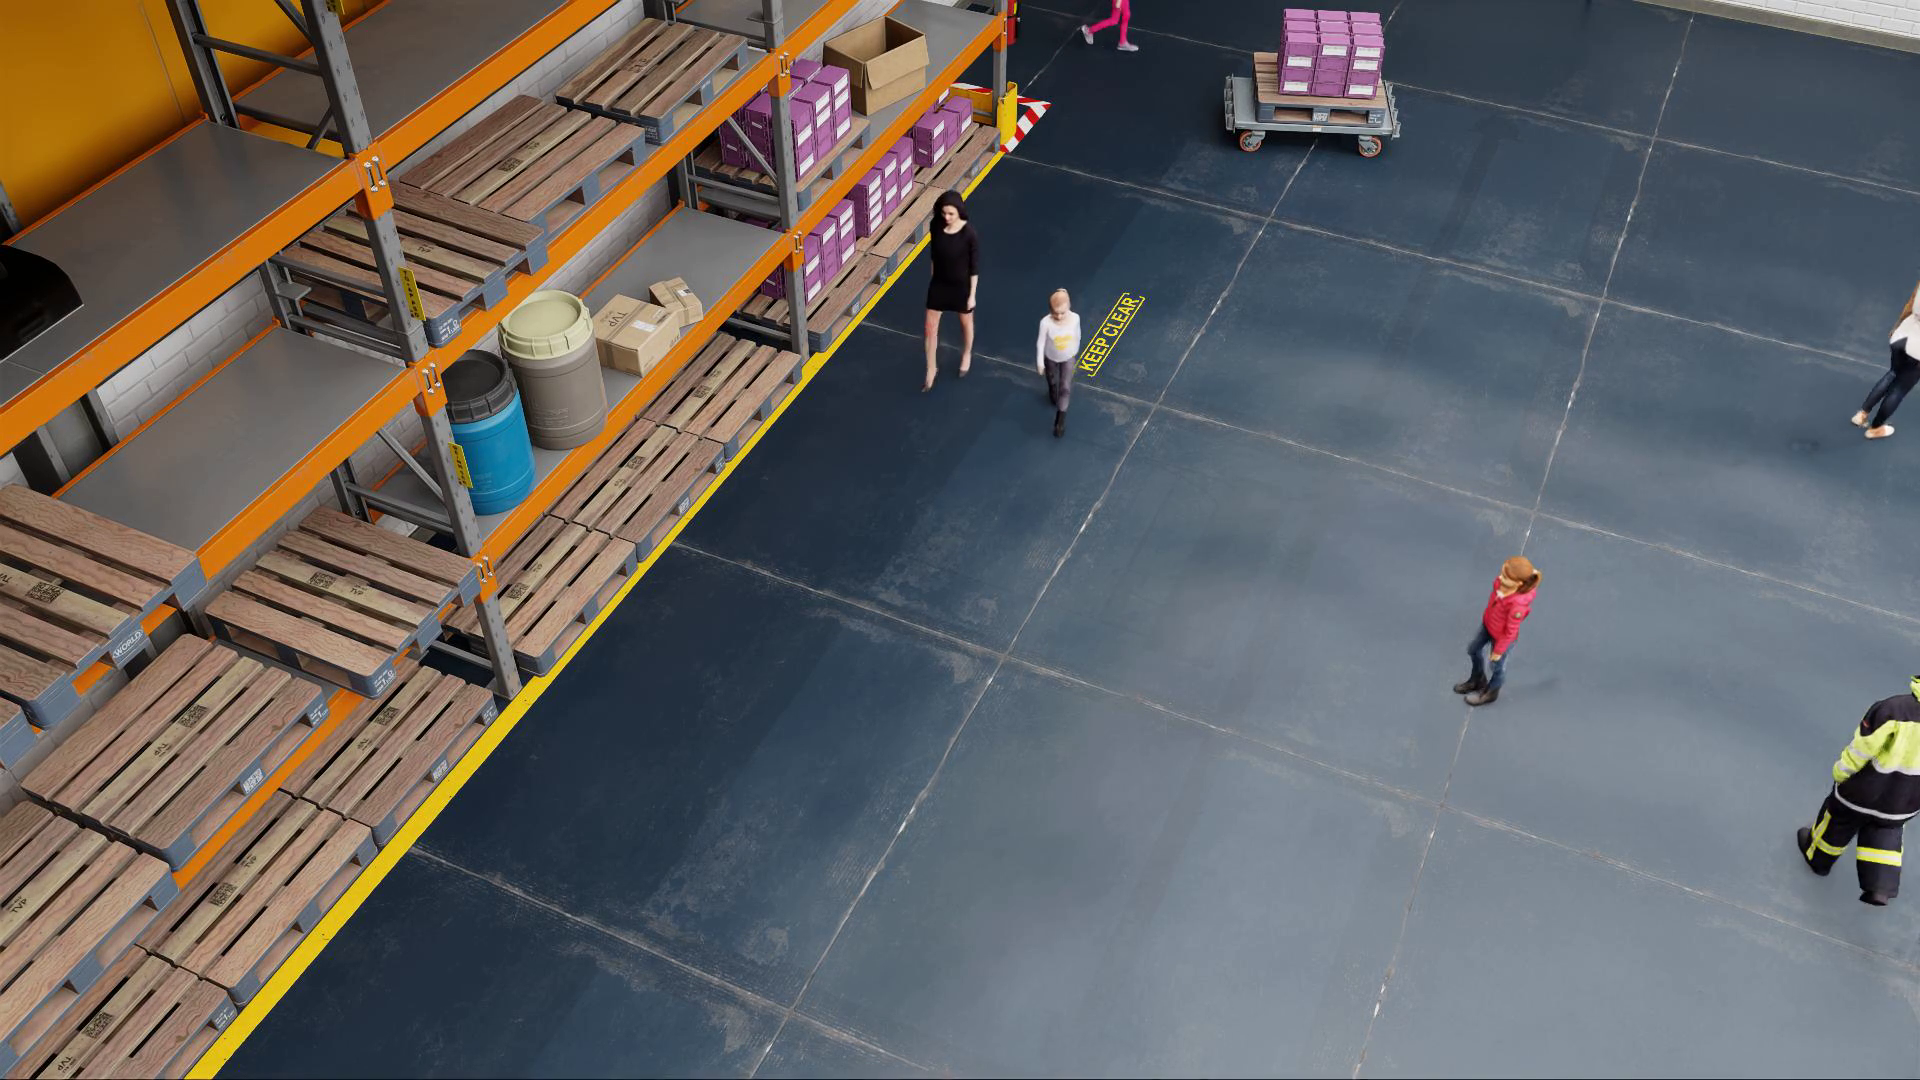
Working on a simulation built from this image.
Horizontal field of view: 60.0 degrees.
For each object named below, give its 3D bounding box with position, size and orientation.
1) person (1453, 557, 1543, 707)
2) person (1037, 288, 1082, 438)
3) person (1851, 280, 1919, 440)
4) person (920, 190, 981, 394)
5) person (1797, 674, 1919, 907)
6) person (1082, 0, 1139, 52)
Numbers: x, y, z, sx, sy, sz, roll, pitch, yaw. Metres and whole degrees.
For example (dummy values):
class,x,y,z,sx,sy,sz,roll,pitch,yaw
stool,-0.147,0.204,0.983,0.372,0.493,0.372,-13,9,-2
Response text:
class,x,y,z,sx,sy,sz,roll,pitch,yaw
person,3.514,0.584,10.644,0.680,1.309,0.594,-5,44,-5
person,0.771,-1.470,12.854,0.760,1.234,0.996,-3,44,-4
person,7.079,-1.441,12.428,0.808,1.780,0.748,-14,45,-15
person,-0.001,-2.006,13.018,0.621,1.784,0.787,19,47,19
person,5.261,1.364,9.350,0.989,1.964,1.108,0,44,0
person,1.601,-5.661,17.242,0.660,1.249,0.802,8,44,9
